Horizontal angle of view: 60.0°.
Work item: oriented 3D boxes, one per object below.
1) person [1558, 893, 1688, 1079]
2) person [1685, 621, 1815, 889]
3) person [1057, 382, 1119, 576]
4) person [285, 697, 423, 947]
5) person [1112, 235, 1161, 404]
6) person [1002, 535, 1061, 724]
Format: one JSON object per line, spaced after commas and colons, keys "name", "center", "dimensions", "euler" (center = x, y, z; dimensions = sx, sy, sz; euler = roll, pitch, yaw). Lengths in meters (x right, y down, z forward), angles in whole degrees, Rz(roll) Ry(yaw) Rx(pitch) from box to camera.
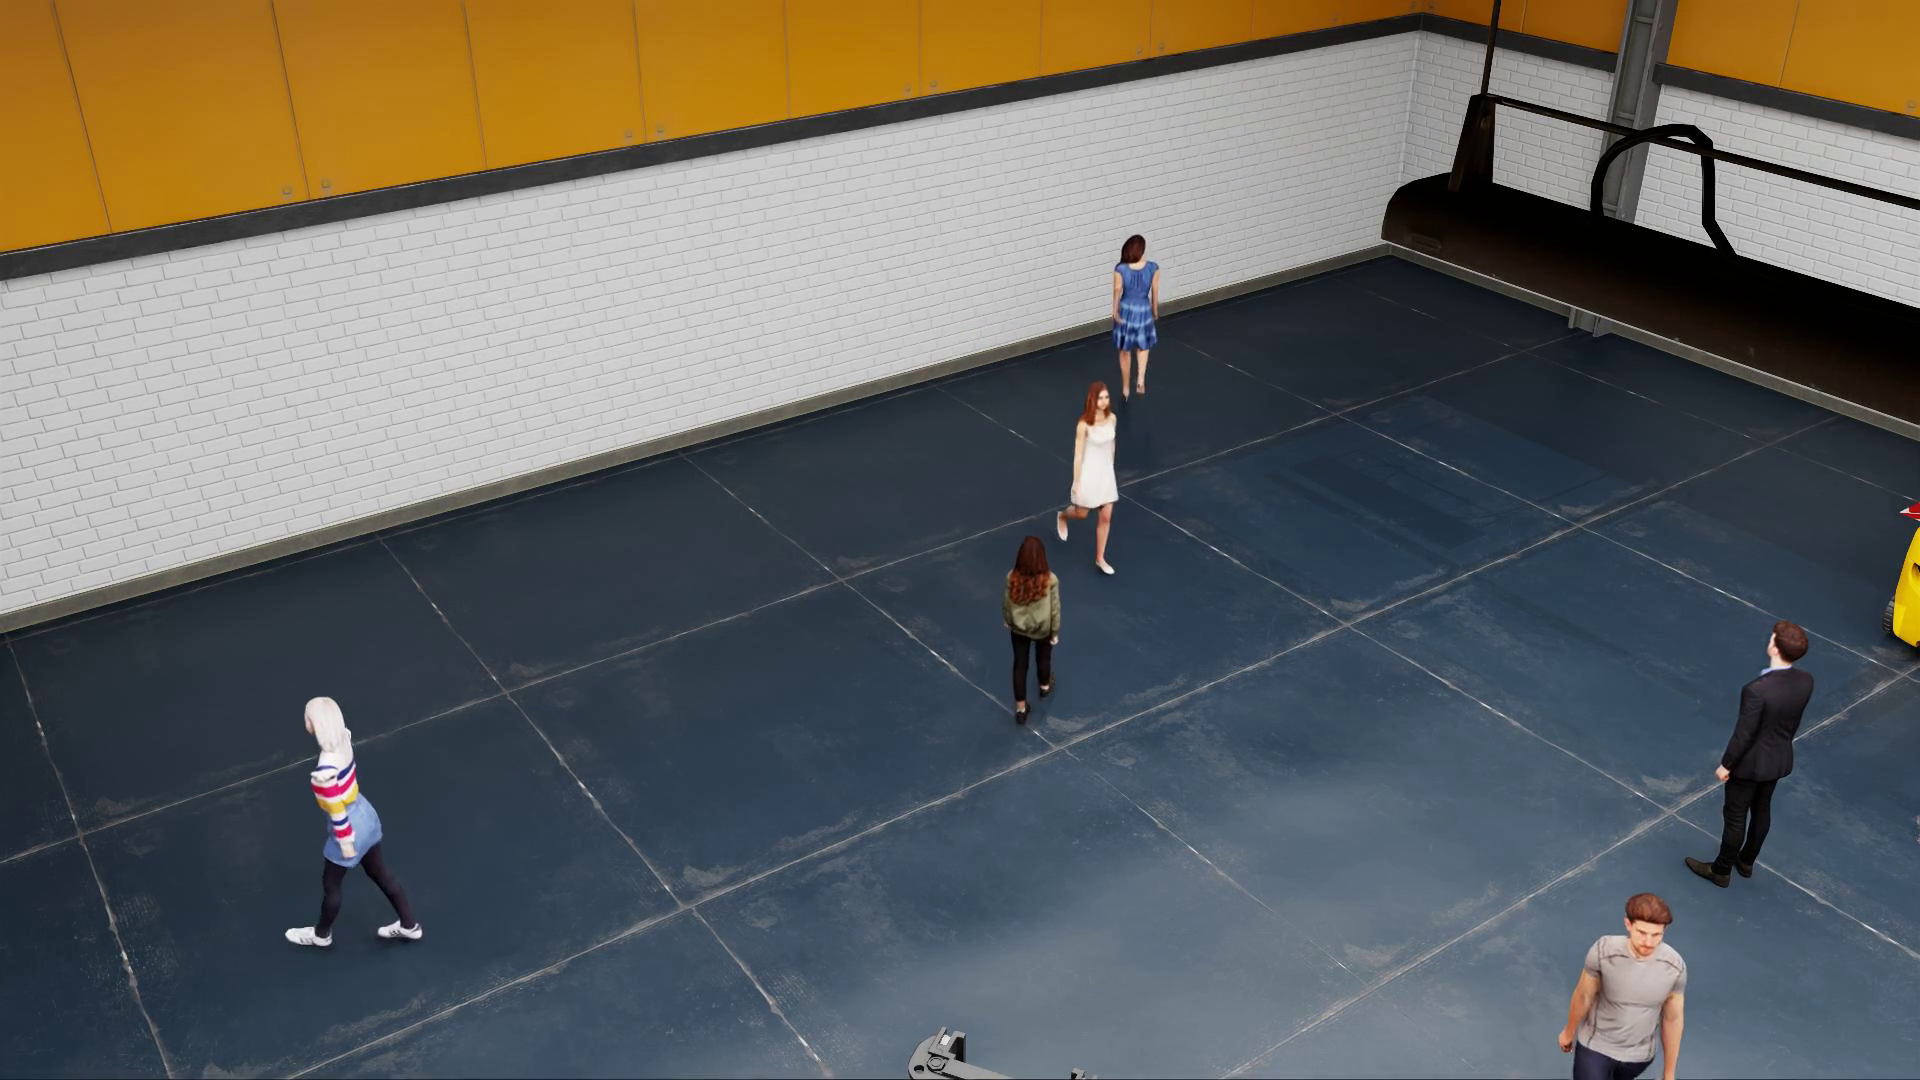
{"name": "person", "center": [3.292, 2.483, 8.372], "dimensions": [1.183, 1.844, 1.247], "euler": [5, 29, 9]}
{"name": "person", "center": [4.998, 1.348, 10.402], "dimensions": [0.727, 1.894, 0.663], "euler": [-12, 31, -22]}
{"name": "person", "center": [1.098, -0.575, 14.138], "dimensions": [0.637, 1.692, 1.019], "euler": [-14, 32, -24]}
{"name": "person", "center": [-3.524, 1.707, 9.868], "dimensions": [1.064, 1.774, 1.078], "euler": [0, 29, -1]}
{"name": "person", "center": [1.802, -2.221, 17.047], "dimensions": [0.845, 1.796, 0.912], "euler": [-2, 29, -3]}
{"name": "person", "center": [0.500, 0.670, 12.103], "dimensions": [0.903, 1.456, 0.943], "euler": [8, 30, 14]}
